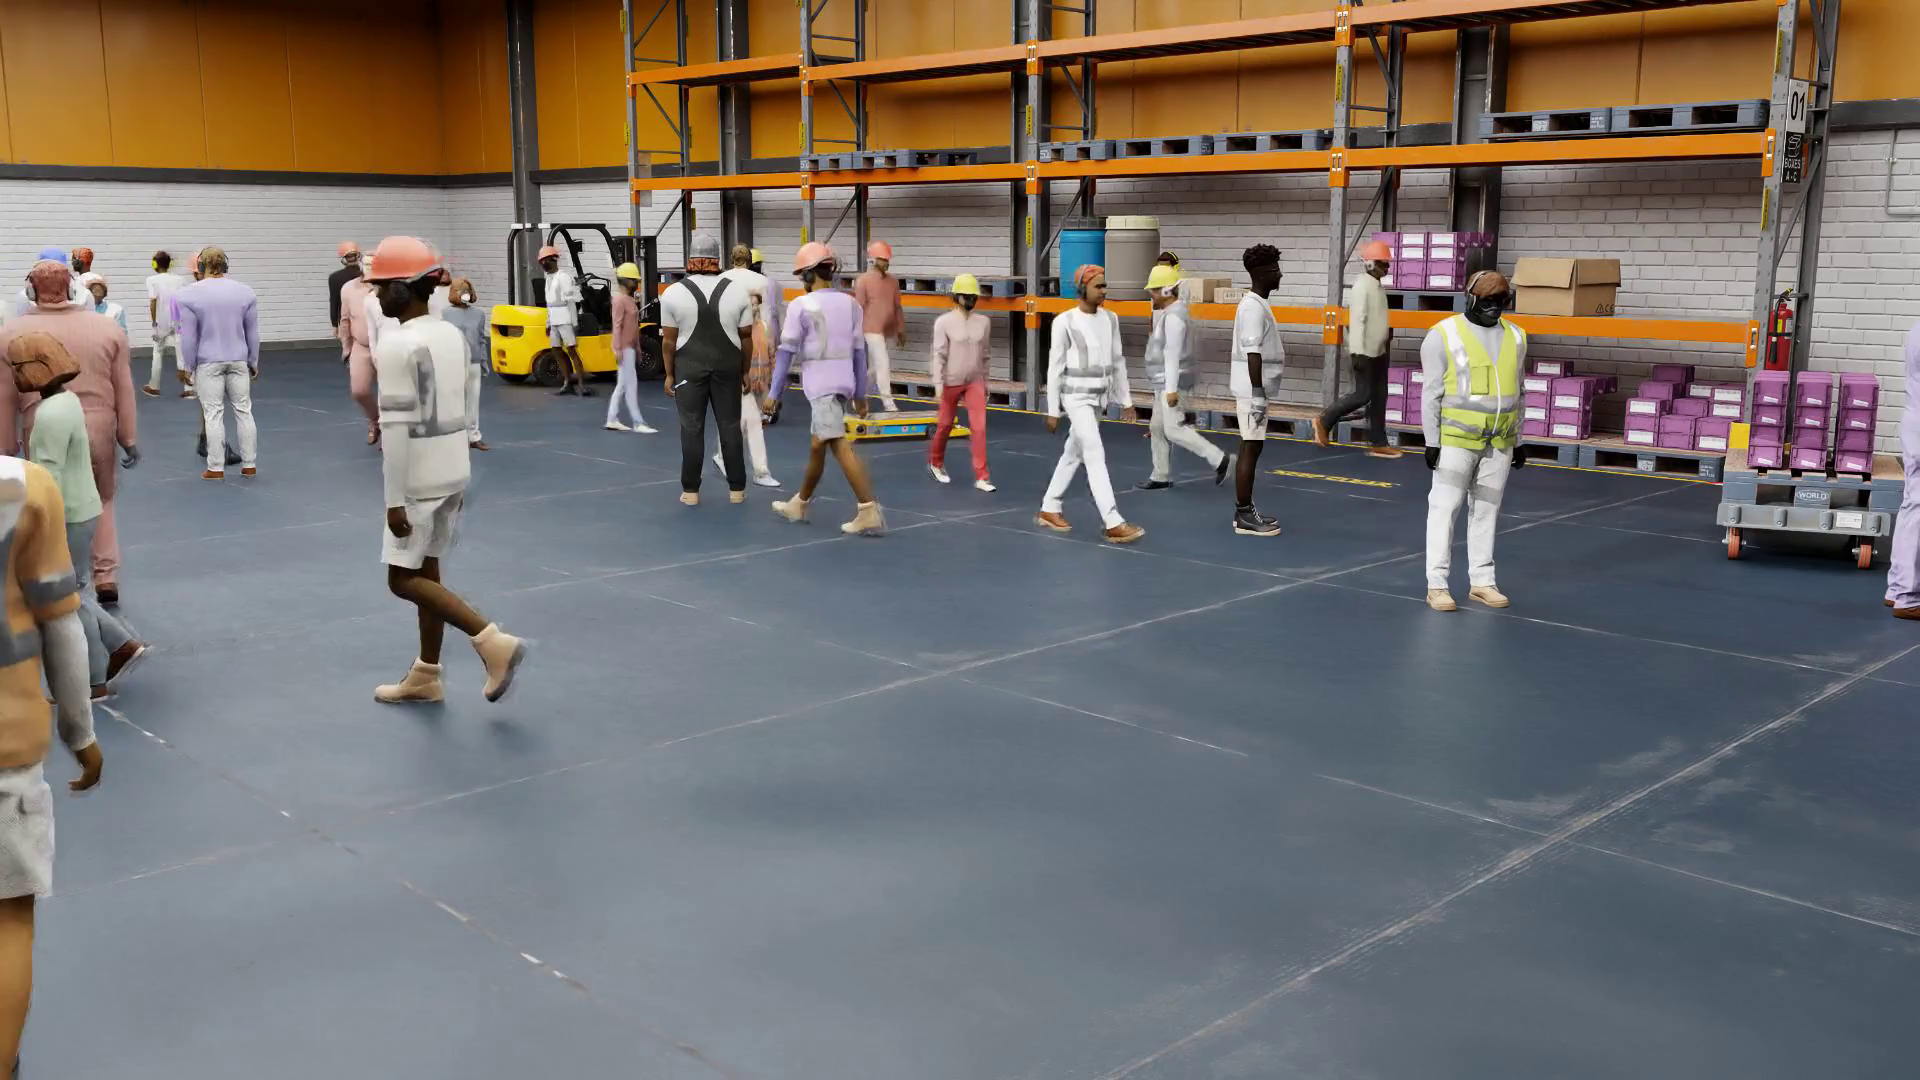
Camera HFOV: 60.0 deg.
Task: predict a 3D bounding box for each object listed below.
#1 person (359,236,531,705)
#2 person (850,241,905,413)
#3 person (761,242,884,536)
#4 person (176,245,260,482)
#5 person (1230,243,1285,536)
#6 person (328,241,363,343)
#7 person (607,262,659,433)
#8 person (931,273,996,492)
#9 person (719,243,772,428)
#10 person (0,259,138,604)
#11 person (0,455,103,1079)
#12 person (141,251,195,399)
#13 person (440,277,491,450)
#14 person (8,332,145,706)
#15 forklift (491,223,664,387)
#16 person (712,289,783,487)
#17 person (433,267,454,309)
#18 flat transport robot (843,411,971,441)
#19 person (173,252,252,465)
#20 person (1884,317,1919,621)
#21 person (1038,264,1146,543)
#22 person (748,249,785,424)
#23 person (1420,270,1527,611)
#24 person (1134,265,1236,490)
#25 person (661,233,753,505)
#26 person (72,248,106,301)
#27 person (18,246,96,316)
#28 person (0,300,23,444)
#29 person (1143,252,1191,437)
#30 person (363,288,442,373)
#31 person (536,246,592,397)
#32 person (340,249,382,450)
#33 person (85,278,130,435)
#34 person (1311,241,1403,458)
[{"bbox_3d":[-2.187,-0.256,6.995,0.690,2.026,0.613,2,11,11],"label":"person"},{"bbox_3d":[-0.938,-2.332,18.484,0.923,1.967,0.616,9,14,42],"label":"person"},{"bbox_3d":[-0.919,-1.022,11.333,1.083,1.980,0.637,8,13,39],"label":"person"},{"bbox_3d":[-6.092,-1.446,13.711,0.631,1.940,0.372,-9,14,-41],"label":"person"},{"bbox_3d":[2.024,-1.022,11.321,0.367,1.966,0.607,2,11,8],"label":"person"},{"bbox_3d":[-7.442,-2.697,20.509,0.618,1.952,0.831,-2,11,-12],"label":"person"},{"bbox_3d":[-3.418,-1.975,17.129,0.514,1.760,0.545,1,10,3],"label":"person"},{"bbox_3d":[0.001,-1.277,13.377,0.552,1.723,0.884,-5,12,-26],"label":"person"},{"bbox_3d":[-2.265,-2.120,17.387,0.630,1.940,0.373,2,11,10],"label":"person"},{"bbox_3d":[-4.765,-0.535,8.851,0.671,1.892,0.508,-9,13,-39],"label":"person"},{"bbox_3d":[-2.161,0.444,3.519,0.548,1.907,0.910,-3,11,-18],"label":"person"},{"bbox_3d":[-9.912,-2.680,20.755,0.956,1.818,0.558,7,13,34],"label":"person"},{"bbox_3d":[-4.633,-1.632,15.555,0.285,1.633,0.497,9,14,40],"label":"person"},{"bbox_3d":[-3.844,-0.081,7.137,0.359,1.618,0.526,-5,11,-24],"label":"person"},{"bbox_3d":[-5.316,-3.263,22.920,2.313,2.155,1.214,-10,14,-44],"label":"forklift"},{"bbox_3d":[-1.774,-1.257,13.588,0.827,1.601,0.501,8,13,36],"label":"person"},{"bbox_3d":[-6.666,-2.694,21.383,0.506,1.615,0.553,-7,13,-34],"label":"person"},{"bbox_3d":[-0.675,-1.146,16.622,1.431,0.197,0.652,-4,11,-22],"label":"flat transport robot"},{"bbox_3d":[-6.706,-1.627,14.902,1.007,1.882,0.560,10,14,42],"label":"person"},{"bbox_3d":[5.154,-0.512,8.739,0.402,1.901,0.647,5,11,24],"label":"person"},{"bbox_3d":[0.869,-0.916,11.129,0.991,1.831,0.582,10,14,43],"label":"person"},{"bbox_3d":[-2.127,-2.193,17.951,0.602,1.889,0.835,-7,13,-35],"label":"person"},{"bbox_3d":[2.797,-0.534,9.019,0.622,1.838,0.429,-3,11,-15],"label":"person"},{"bbox_3d":[1.768,-1.242,13.017,0.724,1.803,0.589,1,10,5],"label":"person"},{"bbox_3d":[-1.916,-1.291,12.584,0.687,2.000,0.535,-3,11,-15],"label":"person"},{"bbox_3d":[-9.874,-2.364,18.871,0.355,1.883,0.575,-1,10,-4],"label":"person"},{"bbox_3d":[-7.629,-1.522,14.146,0.451,1.925,0.619,10,14,43],"label":"person"},{"bbox_3d":[-9.456,-1.794,16.115,0.618,1.743,0.523,7,12,32],"label":"person"},{"bbox_3d":[2.057,-1.931,16.578,0.334,1.860,0.509,-9,14,-42],"label":"person"},{"bbox_3d":[-4.626,-1.491,14.162,0.789,1.878,0.400,1,10,3],"label":"person"},{"bbox_3d":[-4.959,-2.730,20.869,0.778,1.881,0.412,10,14,44],"label":"person"},{"bbox_3d":[-5.511,-1.786,15.685,0.673,1.889,0.418,-1,10,-3],"label":"person"},{"bbox_3d":[-8.782,-1.873,16.990,0.515,1.593,0.862,-8,13,-38],"label":"person"},{"bbox_3d":[3.681,-1.738,15.198,0.750,1.978,0.624,8,13,36],"label":"person"}]
